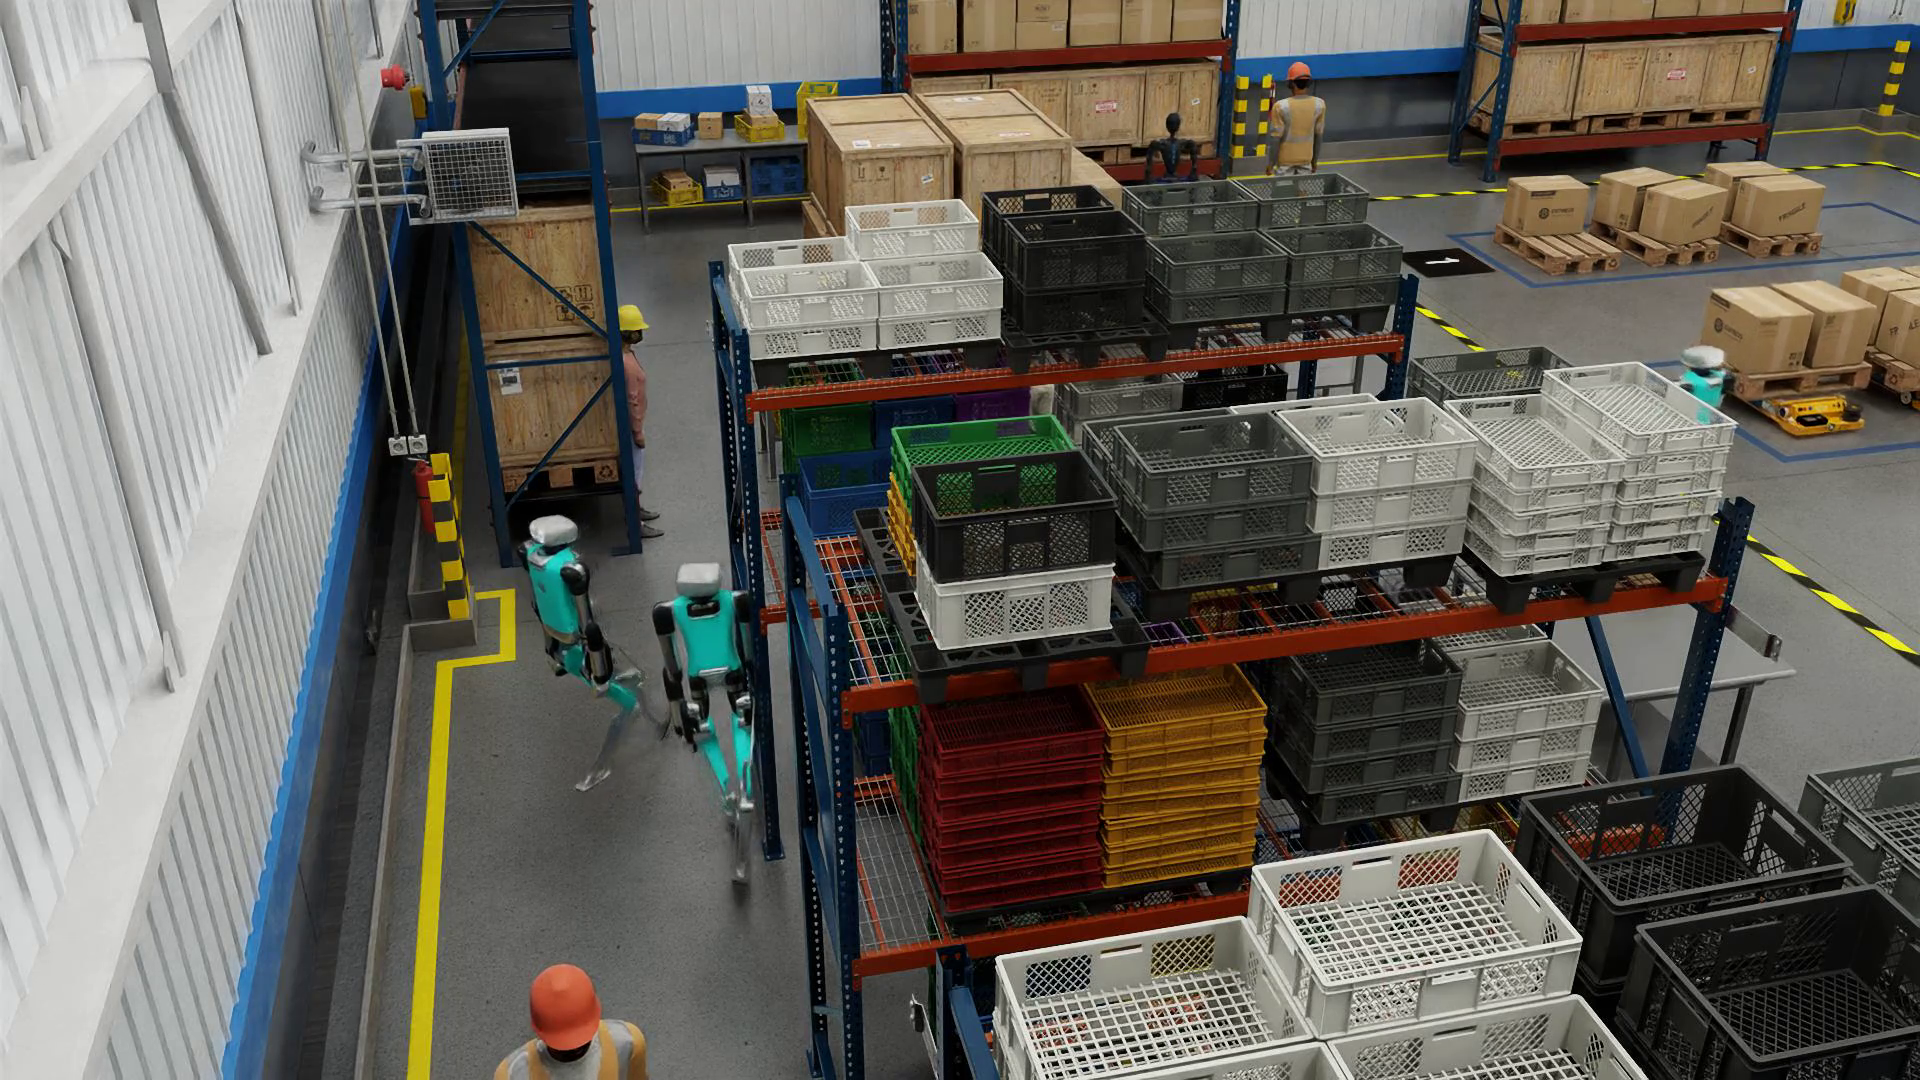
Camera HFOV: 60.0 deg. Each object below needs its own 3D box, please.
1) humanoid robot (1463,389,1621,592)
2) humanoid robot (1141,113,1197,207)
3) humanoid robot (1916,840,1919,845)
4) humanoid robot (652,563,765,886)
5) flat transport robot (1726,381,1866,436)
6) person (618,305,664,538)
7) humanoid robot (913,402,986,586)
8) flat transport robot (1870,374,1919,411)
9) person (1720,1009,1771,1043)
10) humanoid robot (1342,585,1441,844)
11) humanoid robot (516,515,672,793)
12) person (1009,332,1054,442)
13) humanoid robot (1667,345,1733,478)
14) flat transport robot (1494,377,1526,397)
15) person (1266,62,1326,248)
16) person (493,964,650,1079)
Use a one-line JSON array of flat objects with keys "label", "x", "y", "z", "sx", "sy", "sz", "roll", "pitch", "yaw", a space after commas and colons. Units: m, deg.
[{"label": "humanoid robot", "x": 3.771, "y": -0.248, "z": 10.968, "sx": 0.980, "sy": 1.768, "sz": 0.530, "roll": 14, "pitch": 31, "yaw": 25}, {"label": "humanoid robot", "x": 2.198, "y": -3.681, "z": 17.536, "sx": 0.597, "sy": 1.640, "sz": 0.559, "roll": -1, "pitch": 28, "yaw": -3}, {"label": "humanoid robot", "x": 5.342, "y": 1.024, "z": 8.586, "sx": 0.609, "sy": 1.648, "sz": 0.371, "roll": -6, "pitch": 28, "yaw": -11}, {"label": "humanoid robot", "x": -1.242, "y": 1.023, "z": 8.576, "sx": 0.579, "sy": 1.742, "sz": 1.054, "roll": -4, "pitch": 28, "yaw": -8}, {"label": "flat transport robot", "x": 7.118, "y": -1.302, "z": 14.487, "sx": 0.652, "sy": 0.197, "sz": 1.431, "roll": -6, "pitch": 28, "yaw": -12}, {"label": "person", "x": -2.368, "y": -0.859, "z": 12.080, "sx": 0.337, "sy": 1.761, "sz": 0.522, "roll": -8, "pitch": 29, "yaw": -16}, {"label": "humanoid robot", "x": -0.150, "y": -0.170, "z": 10.840, "sx": 0.712, "sy": 1.829, "sz": 0.530, "roll": 4, "pitch": 28, "yaw": 7}, {"label": "flat transport robot", "x": 8.473, "y": -1.467, "z": 14.800, "sx": 0.652, "sy": 0.197, "sz": 1.431, "roll": -6, "pitch": 28, "yaw": -12}, {"label": "person", "x": 2.740, "y": 2.322, "z": 5.968, "sx": 0.430, "sy": 1.851, "sz": 0.623, "roll": -4, "pitch": 28, "yaw": -8}, {"label": "humanoid robot", "x": 2.223, "y": 0.933, "z": 8.771, "sx": 0.418, "sy": 1.630, "sz": 0.599, "roll": -1, "pitch": 28, "yaw": -2}, {"label": "humanoid robot", "x": -1.945, "y": 0.577, "z": 9.411, "sx": 0.534, "sy": 1.792, "sz": 0.929, "roll": 22, "pitch": 35, "yaw": 36}, {"label": "person", "x": 0.436, "y": -0.629, "z": 11.565, "sx": 0.504, "sy": 1.837, "sz": 0.336, "roll": 20, "pitch": 34, "yaw": 33}, {"label": "humanoid robot", "x": 4.859, "y": -0.578, "z": 11.559, "sx": 0.541, "sy": 1.734, "sz": 1.008, "roll": -14, "pitch": 31, "yaw": -25}, {"label": "flat transport robot", "x": 4.780, "y": -1.036, "z": 14.013, "sx": 0.659, "sy": 0.231, "sz": 1.431, "roll": -6, "pitch": 28, "yaw": -12}, {"label": "person", "x": 3.597, "y": -4.126, "z": 17.980, "sx": 0.605, "sy": 2.039, "sz": 0.376, "roll": -7, "pitch": 28, "yaw": -12}, {"label": "person", "x": -1.324, "y": 2.281, "z": 5.930, "sx": 0.542, "sy": 1.938, "sz": 0.352, "roll": -15, "pitch": 31, "yaw": -26}]
